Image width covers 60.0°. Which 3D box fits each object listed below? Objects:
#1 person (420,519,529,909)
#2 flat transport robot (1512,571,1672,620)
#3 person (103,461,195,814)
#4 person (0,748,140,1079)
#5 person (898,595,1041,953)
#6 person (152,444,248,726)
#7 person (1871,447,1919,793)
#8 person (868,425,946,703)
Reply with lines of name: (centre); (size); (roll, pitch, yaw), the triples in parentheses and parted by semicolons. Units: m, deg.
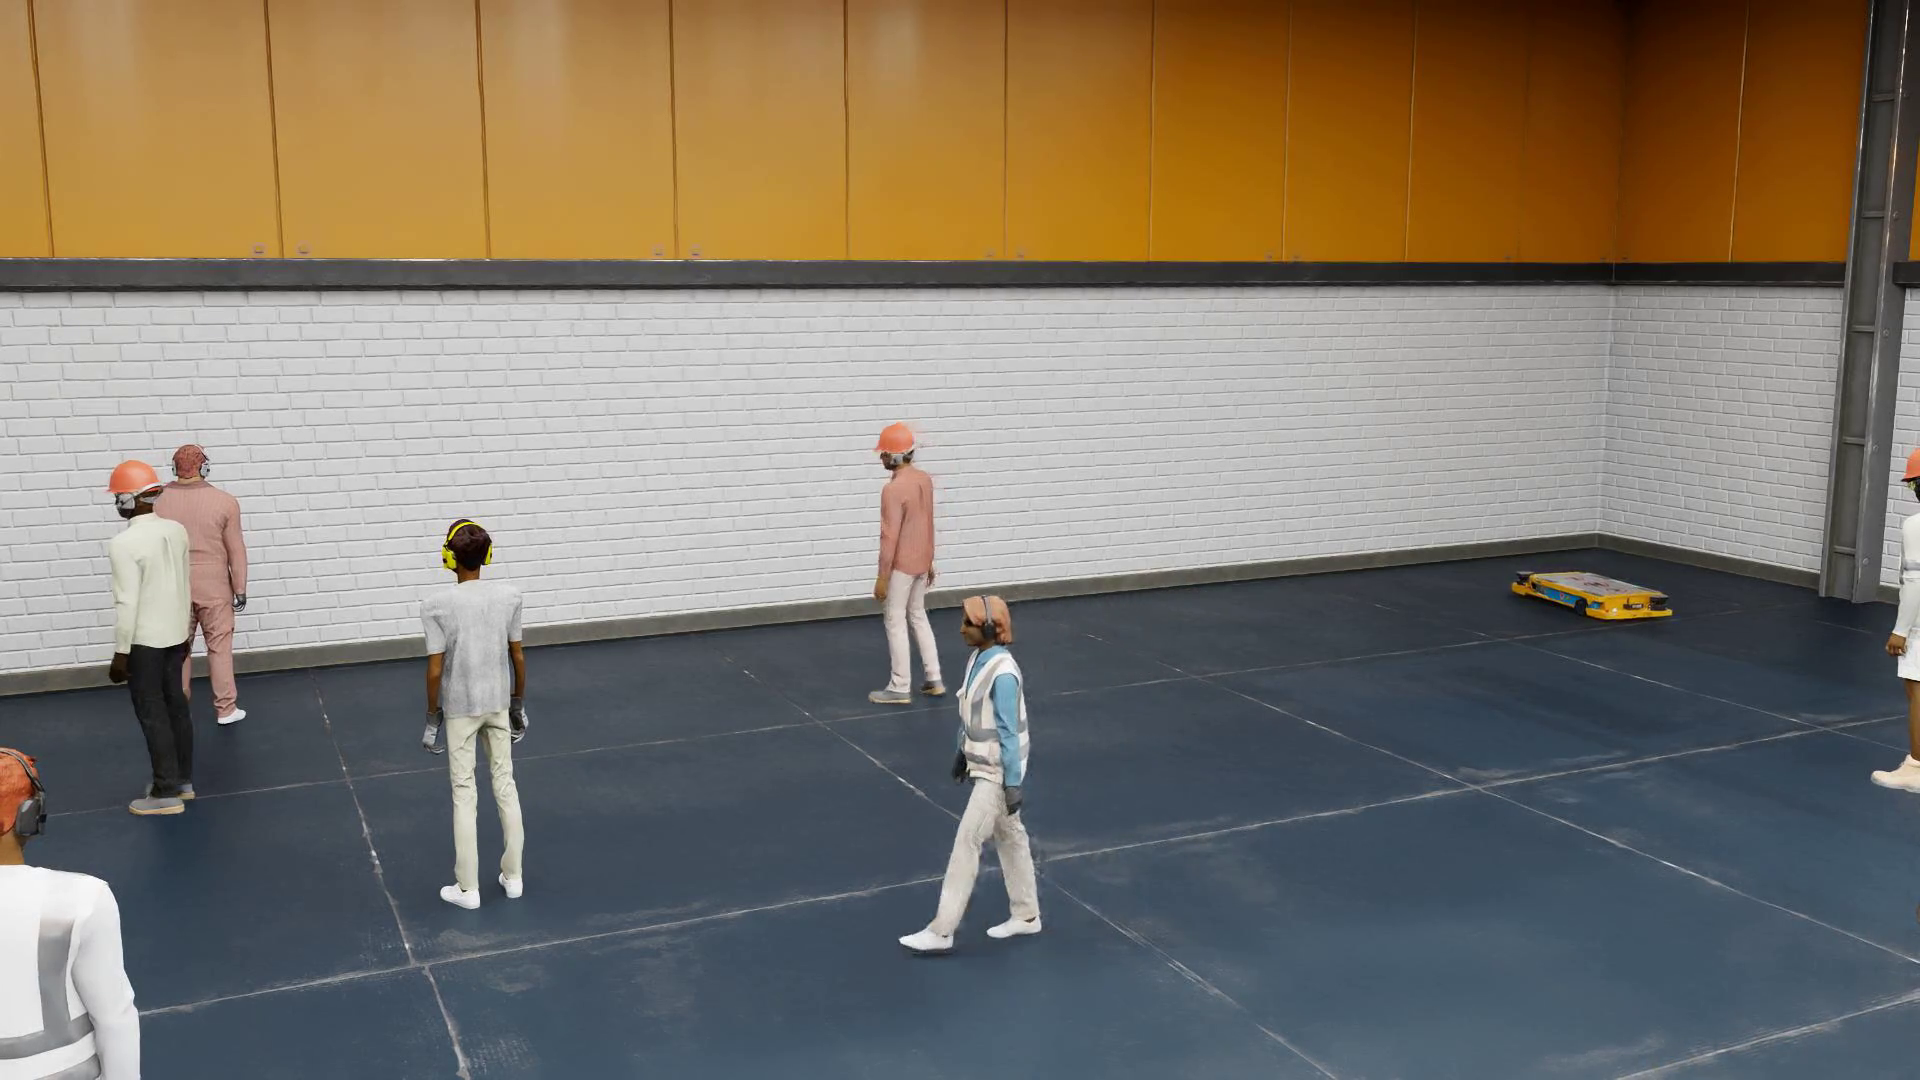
person: (-2.323, 0.825, 7.968); (0.513, 1.877, 0.328); (-7, 12, -38)
flat transport robot: (5.697, 0.482, 15.050); (0.652, 0.197, 1.431); (-2, 9, -15)
person: (-4.558, 0.552, 9.346); (0.470, 1.991, 0.633); (1, 9, 8)
person: (-2.336, 1.434, 4.148); (0.573, 1.887, 0.355); (-2, 9, -11)
person: (0.037, 1.045, 7.419); (0.775, 1.608, 0.539); (-2, 9, -9)
person: (-5.082, 0.307, 11.112); (0.640, 1.902, 0.402); (-2, 9, -9)
person: (5.638, 0.462, 9.731); (0.605, 2.033, 0.401); (-5, 10, -29)
person: (-0.368, 0.182, 11.709); (0.466, 1.974, 0.702); (5, 10, 27)
